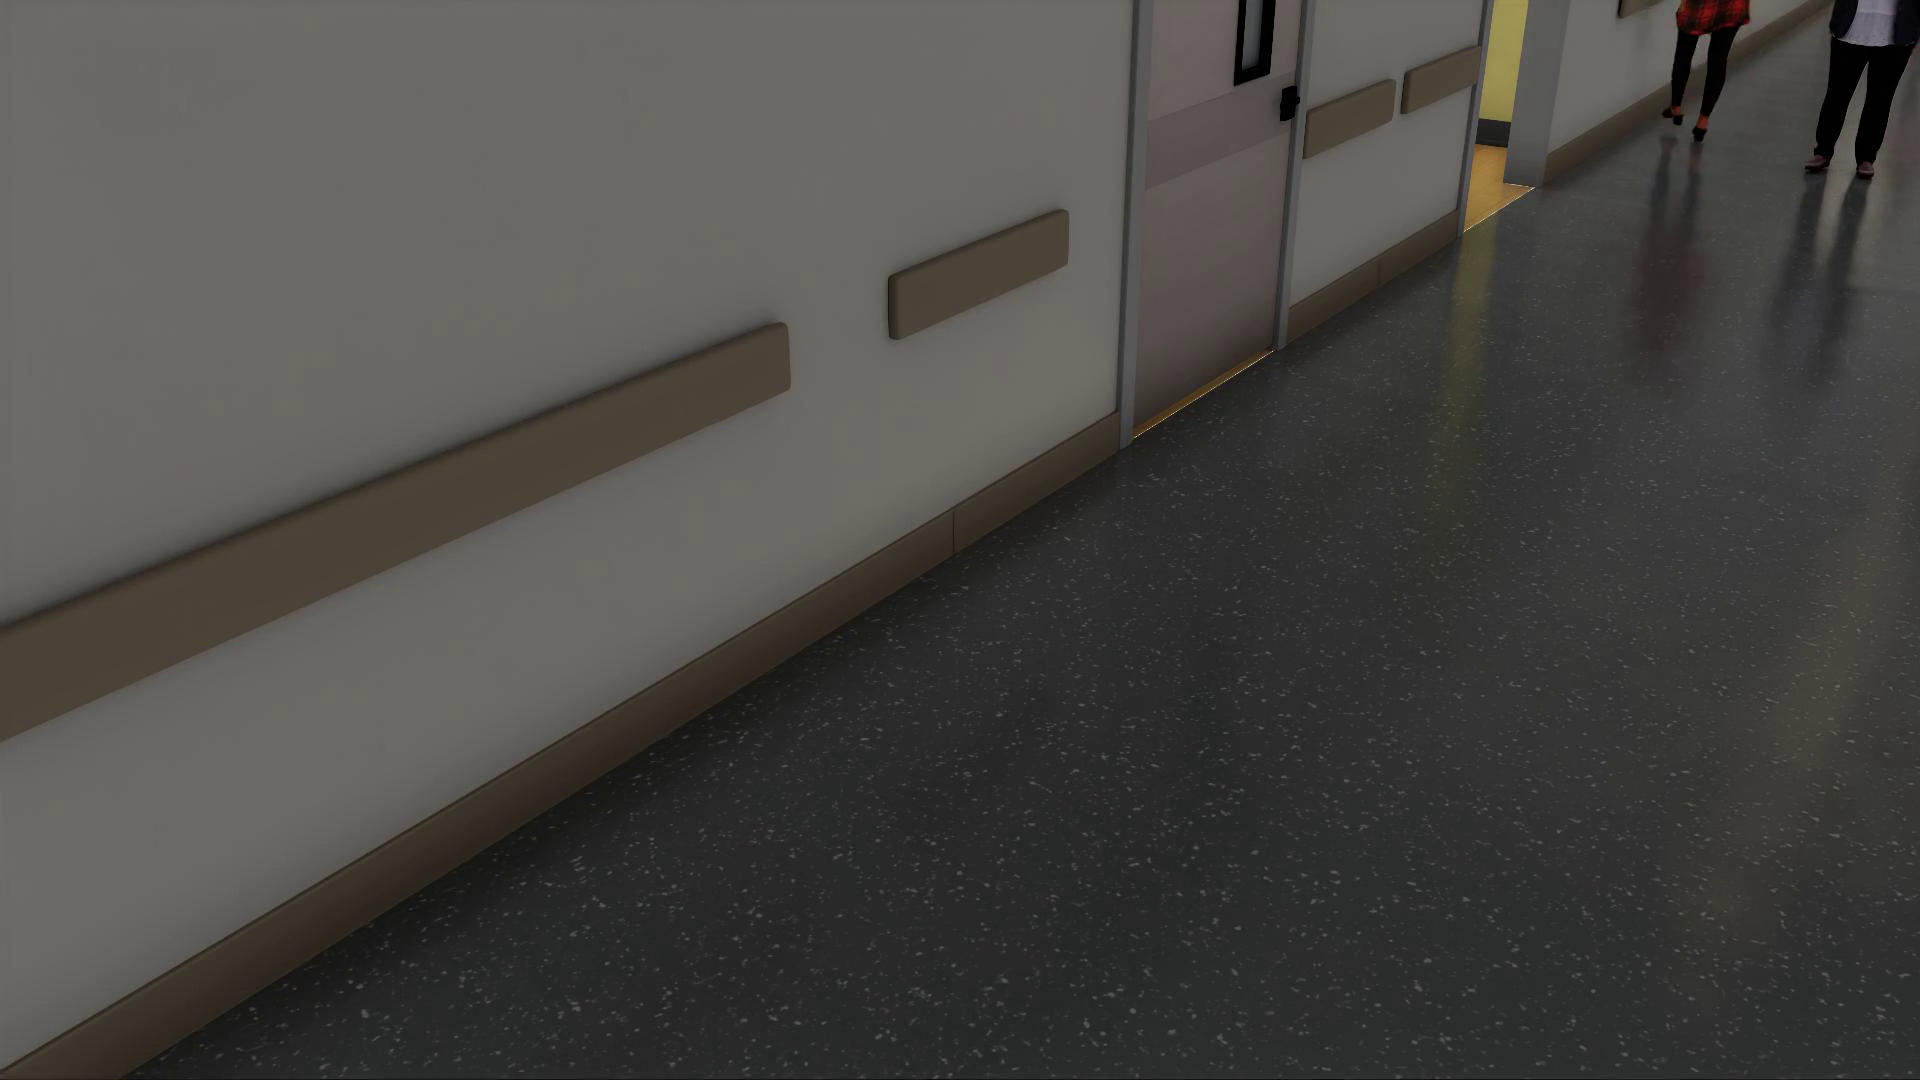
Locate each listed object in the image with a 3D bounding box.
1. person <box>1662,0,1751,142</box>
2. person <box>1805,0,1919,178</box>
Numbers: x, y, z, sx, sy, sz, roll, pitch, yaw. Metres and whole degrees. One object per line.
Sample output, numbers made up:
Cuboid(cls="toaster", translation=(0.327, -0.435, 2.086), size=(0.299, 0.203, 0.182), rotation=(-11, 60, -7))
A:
Cuboid(cls="person", translation=(4.783, -3.375, 10.496), size=(0.905, 1.682, 0.882), rotation=(5, 26, 11))
Cuboid(cls="person", translation=(5.341, -2.947, 9.713), size=(0.600, 1.592, 0.729), rotation=(15, 29, 28))
